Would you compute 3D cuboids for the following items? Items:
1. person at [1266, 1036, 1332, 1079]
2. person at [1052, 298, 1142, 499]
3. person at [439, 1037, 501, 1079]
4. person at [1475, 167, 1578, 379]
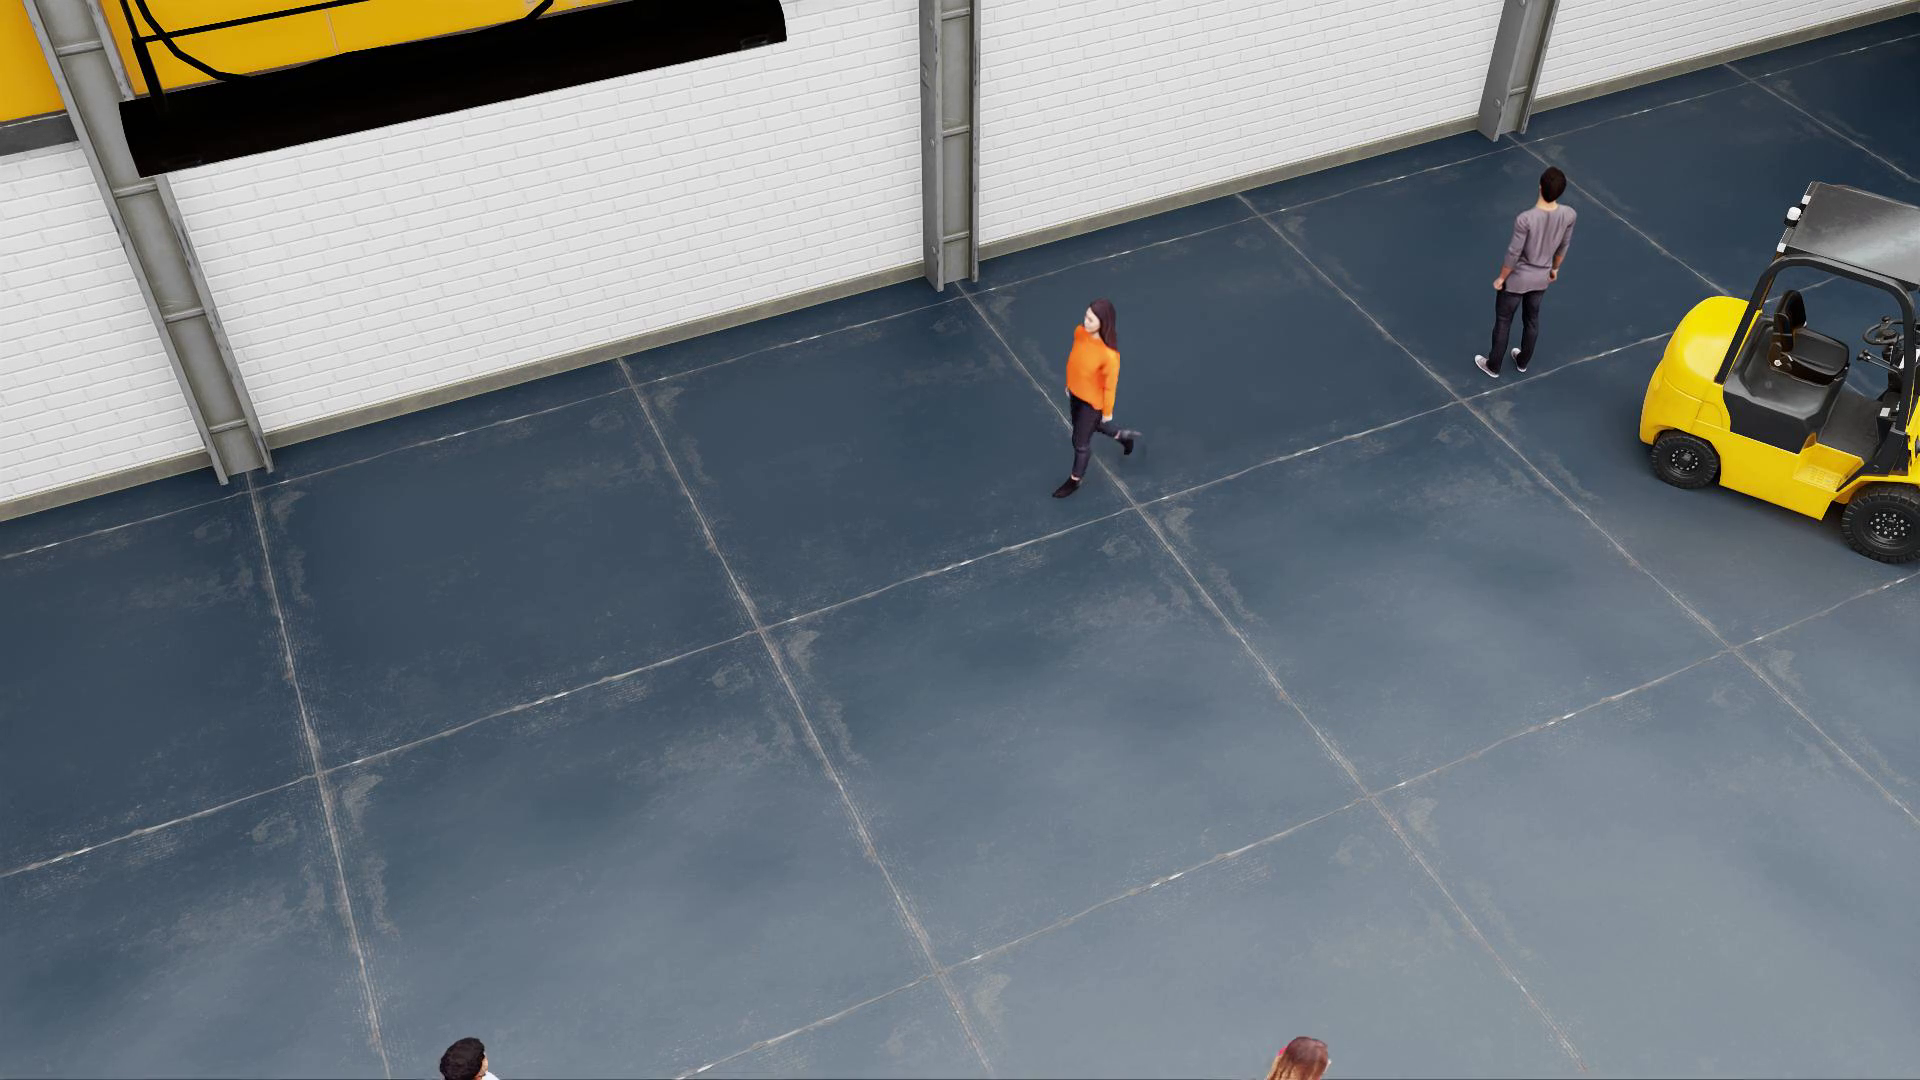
[{"bbox_3d":[1.478,2.867,8.079,0.972,1.571,0.792,-1,44,-1],"label":"person"},{"bbox_3d":[1.015,-1.060,12.089,0.996,1.726,0.633,-20,47,-20],"label":"person"},{"bbox_3d":[-2.381,2.908,8.300,0.875,1.208,0.655,-33,53,-30],"label":"person"},{"bbox_3d":[4.471,-2.094,13.082,0.550,1.854,0.776,-9,44,-9],"label":"person"}]
